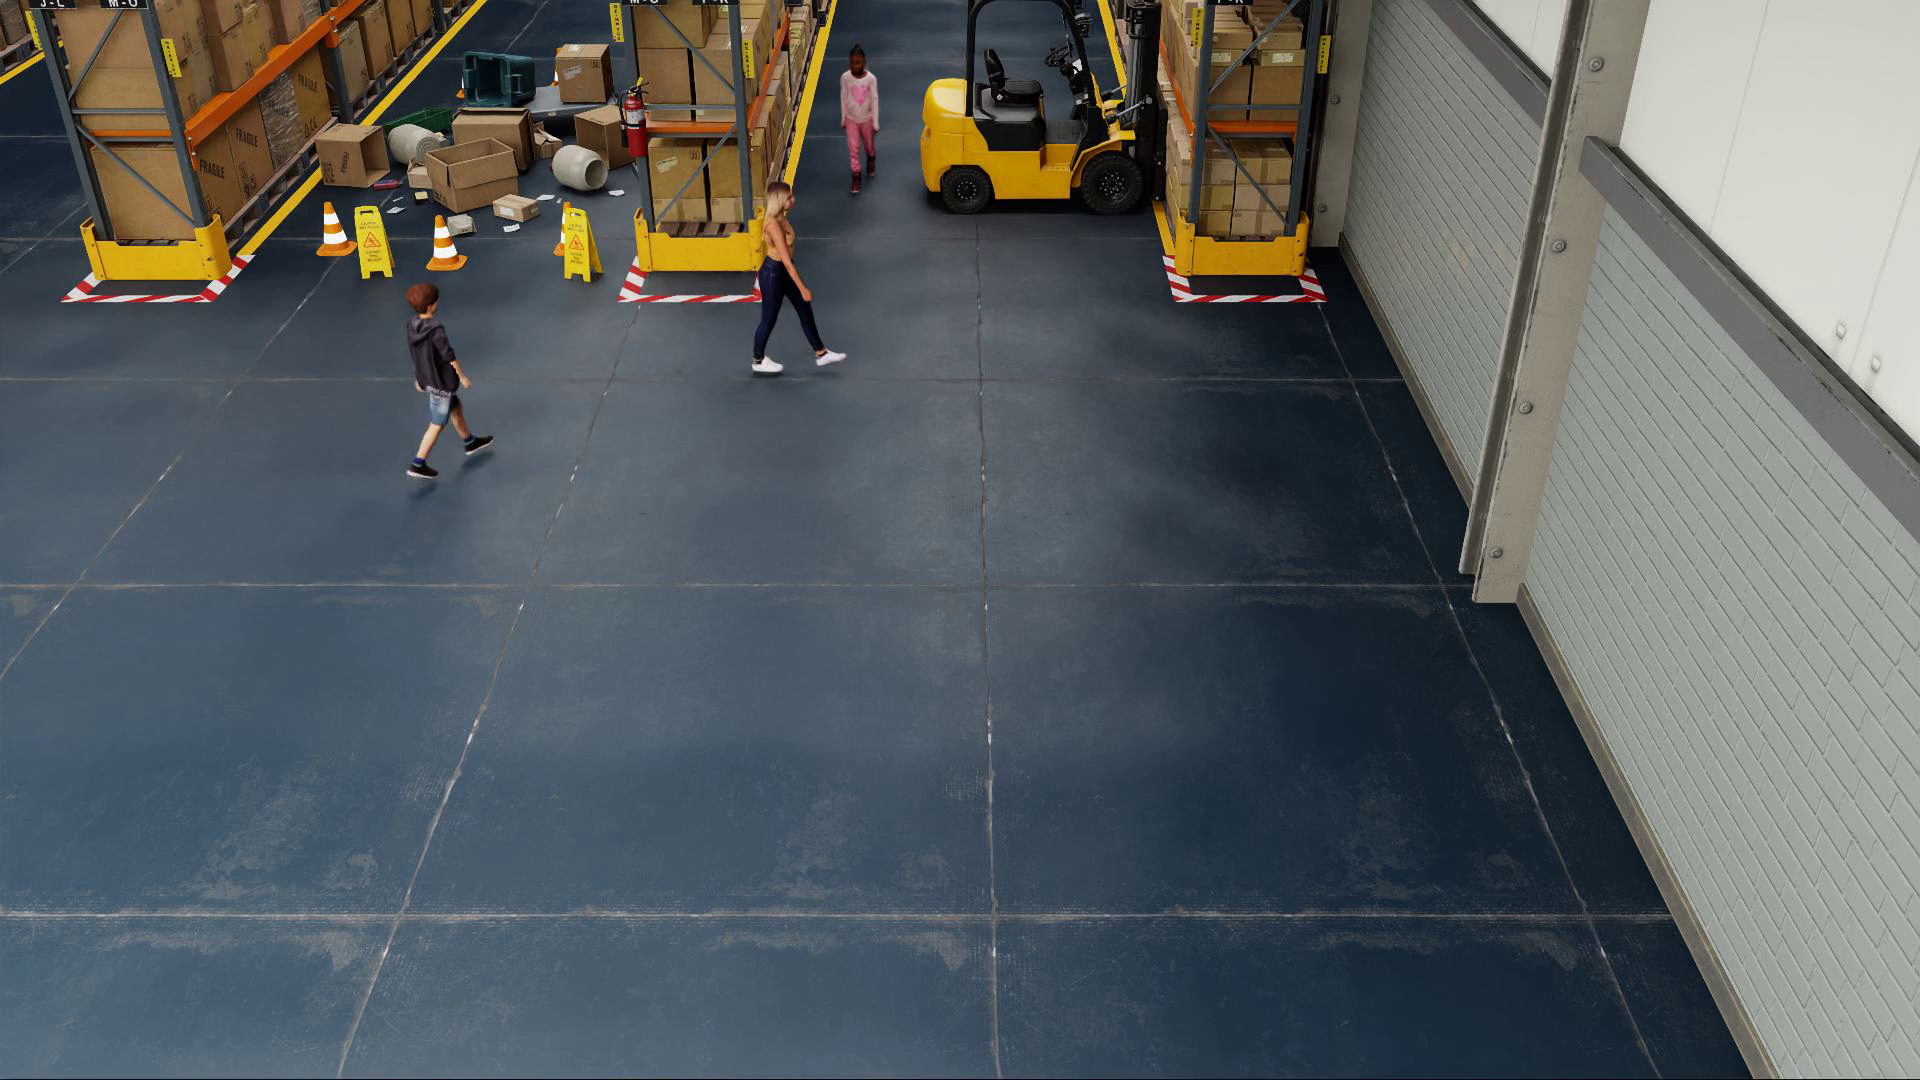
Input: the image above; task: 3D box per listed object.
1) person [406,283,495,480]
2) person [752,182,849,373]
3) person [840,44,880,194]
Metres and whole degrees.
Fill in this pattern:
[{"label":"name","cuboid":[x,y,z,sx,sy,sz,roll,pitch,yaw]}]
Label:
[{"label":"person","cuboid":[-3.760,-1.102,11.825,0.943,1.416,1.032,25,40,34]},{"label":"person","cuboid":[-1.515,-2.030,13.126,0.673,1.597,0.948,3,32,4]},{"label":"person","cuboid":[-1.008,-4.311,16.908,0.580,1.421,0.970,2,32,2]}]
